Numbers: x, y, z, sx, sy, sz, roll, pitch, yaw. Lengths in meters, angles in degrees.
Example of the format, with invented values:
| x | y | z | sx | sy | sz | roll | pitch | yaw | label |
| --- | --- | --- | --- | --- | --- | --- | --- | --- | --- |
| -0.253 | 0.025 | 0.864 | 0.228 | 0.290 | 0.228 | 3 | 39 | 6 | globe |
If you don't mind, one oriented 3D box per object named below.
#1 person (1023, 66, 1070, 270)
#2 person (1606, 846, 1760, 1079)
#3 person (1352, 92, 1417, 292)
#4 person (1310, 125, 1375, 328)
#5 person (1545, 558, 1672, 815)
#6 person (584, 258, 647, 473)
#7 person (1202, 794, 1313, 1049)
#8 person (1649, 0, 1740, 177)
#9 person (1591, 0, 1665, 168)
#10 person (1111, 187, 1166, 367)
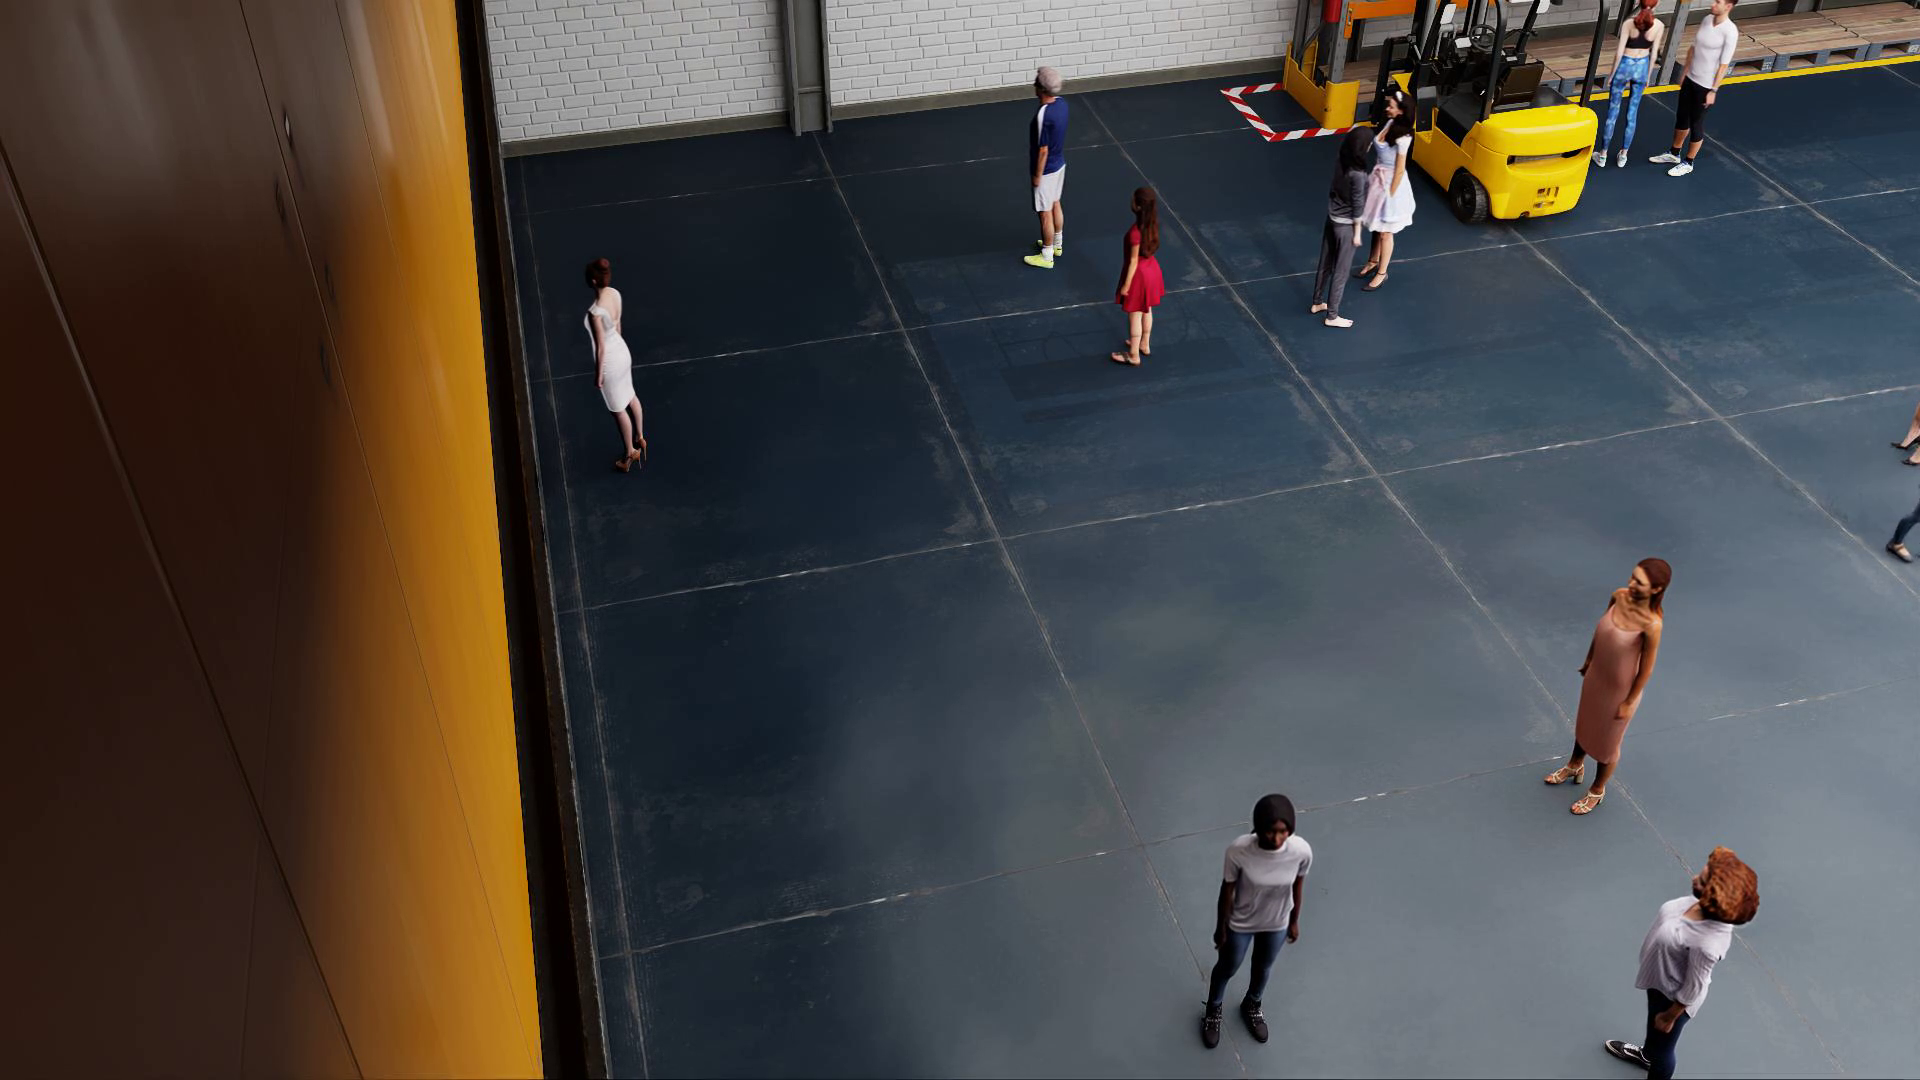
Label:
| x | y | z | sx | sy | sz | roll | pitch | yaw | label |
| --- | --- | --- | --- | --- | --- | --- | --- | --- | --- |
| 0.772 | -3.306 | 14.738 | 0.746 | 1.836 | 0.710 | 16 | 41 | 19 | person |
| 3.481 | 2.130 | 8.030 | 0.793 | 1.712 | 0.758 | 13 | 40 | 16 | person |
| 3.694 | -3.013 | 14.386 | 0.767 | 1.818 | 0.746 | -3 | 39 | -4 | person |
| 3.218 | -2.645 | 13.968 | 0.506 | 1.764 | 0.595 | -11 | 40 | -14 | person |
| 3.765 | 0.829 | 9.563 | 0.515 | 1.832 | 0.586 | -12 | 40 | -14 | person |
| -2.546 | -1.285 | 12.242 | 0.655 | 1.793 | 0.649 | 10 | 40 | 12 | person |
| 1.475 | 1.902 | 8.310 | 0.513 | 1.719 | 0.681 | -3 | 39 | -4 | person |
| 7.232 | -4.476 | 16.191 | 0.559 | 1.851 | 0.662 | -9 | 39 | -11 | person |
| 6.560 | -4.523 | 16.304 | 0.630 | 1.784 | 0.715 | 5 | 39 | 6 | person |
| 1.467 | -2.155 | 13.523 | 0.739 | 1.554 | 0.679 | 23 | 44 | 26 | person |
